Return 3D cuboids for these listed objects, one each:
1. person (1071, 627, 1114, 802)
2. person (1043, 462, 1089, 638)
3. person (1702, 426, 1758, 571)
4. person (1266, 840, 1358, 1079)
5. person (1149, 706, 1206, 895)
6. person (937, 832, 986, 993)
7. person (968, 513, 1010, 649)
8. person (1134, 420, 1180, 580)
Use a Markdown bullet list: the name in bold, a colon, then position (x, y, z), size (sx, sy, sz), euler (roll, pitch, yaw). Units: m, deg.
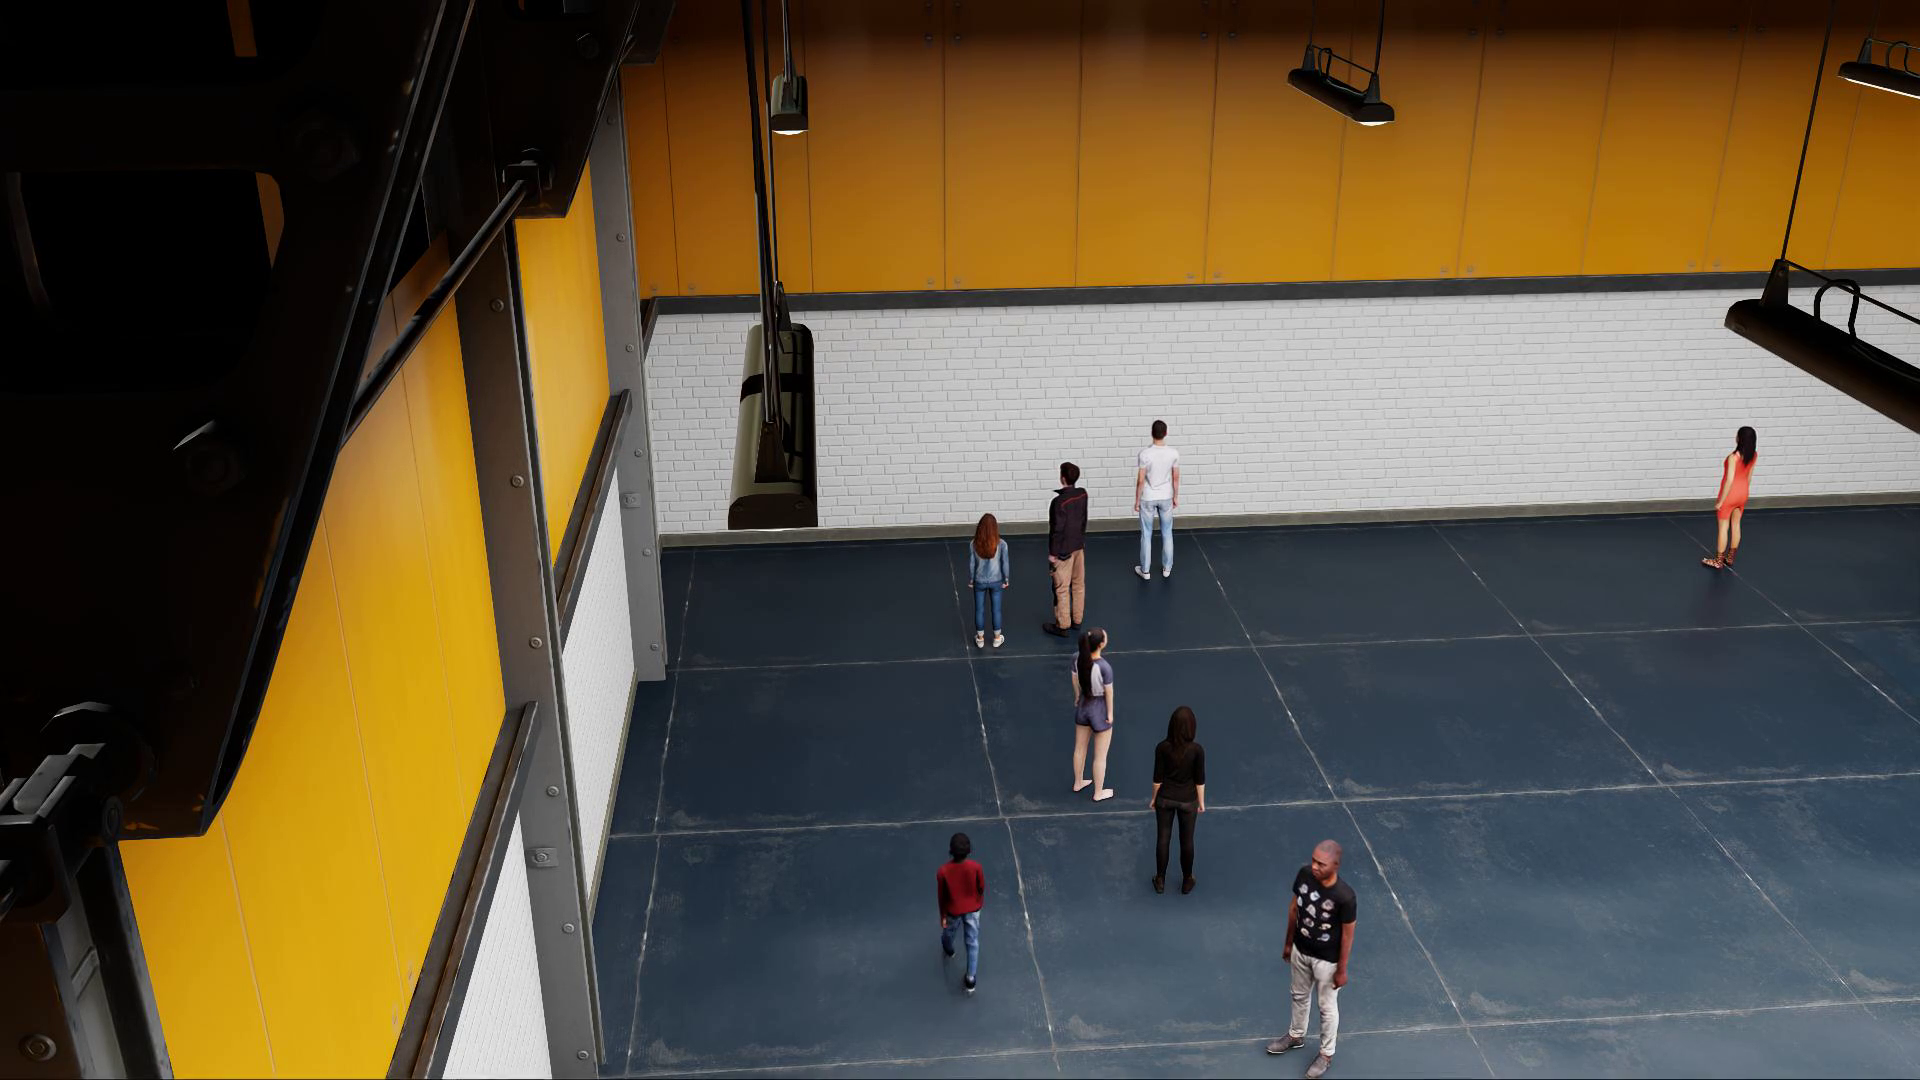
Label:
- **person**: position (1.162, 1.508, 14.541), size (0.657, 1.651, 0.727), euler (20, 31, 38)
- **person**: position (1.128, 0.090, 17.443), size (0.791, 1.924, 0.830), euler (-22, 32, -40)
- **person**: position (8.849, -0.492, 19.028), size (0.662, 1.719, 0.635), euler (-11, 26, -24)
- **person**: position (2.450, 2.818, 11.351), size (0.824, 1.804, 0.728), euler (-19, 30, -37)
- **person**: position (1.728, 2.073, 13.260), size (0.636, 1.641, 0.589), euler (4, 24, 8)
- **person**: position (0.031, 2.742, 12.243), size (0.502, 1.229, 0.855), euler (-2, 24, -5)
- **person**: position (0.287, 0.417, 17.254), size (0.596, 1.475, 0.529), euler (1, 24, 3)
- **person**: position (2.215, -0.459, 18.791), size (0.677, 1.850, 0.564), euler (-4, 24, -10)
